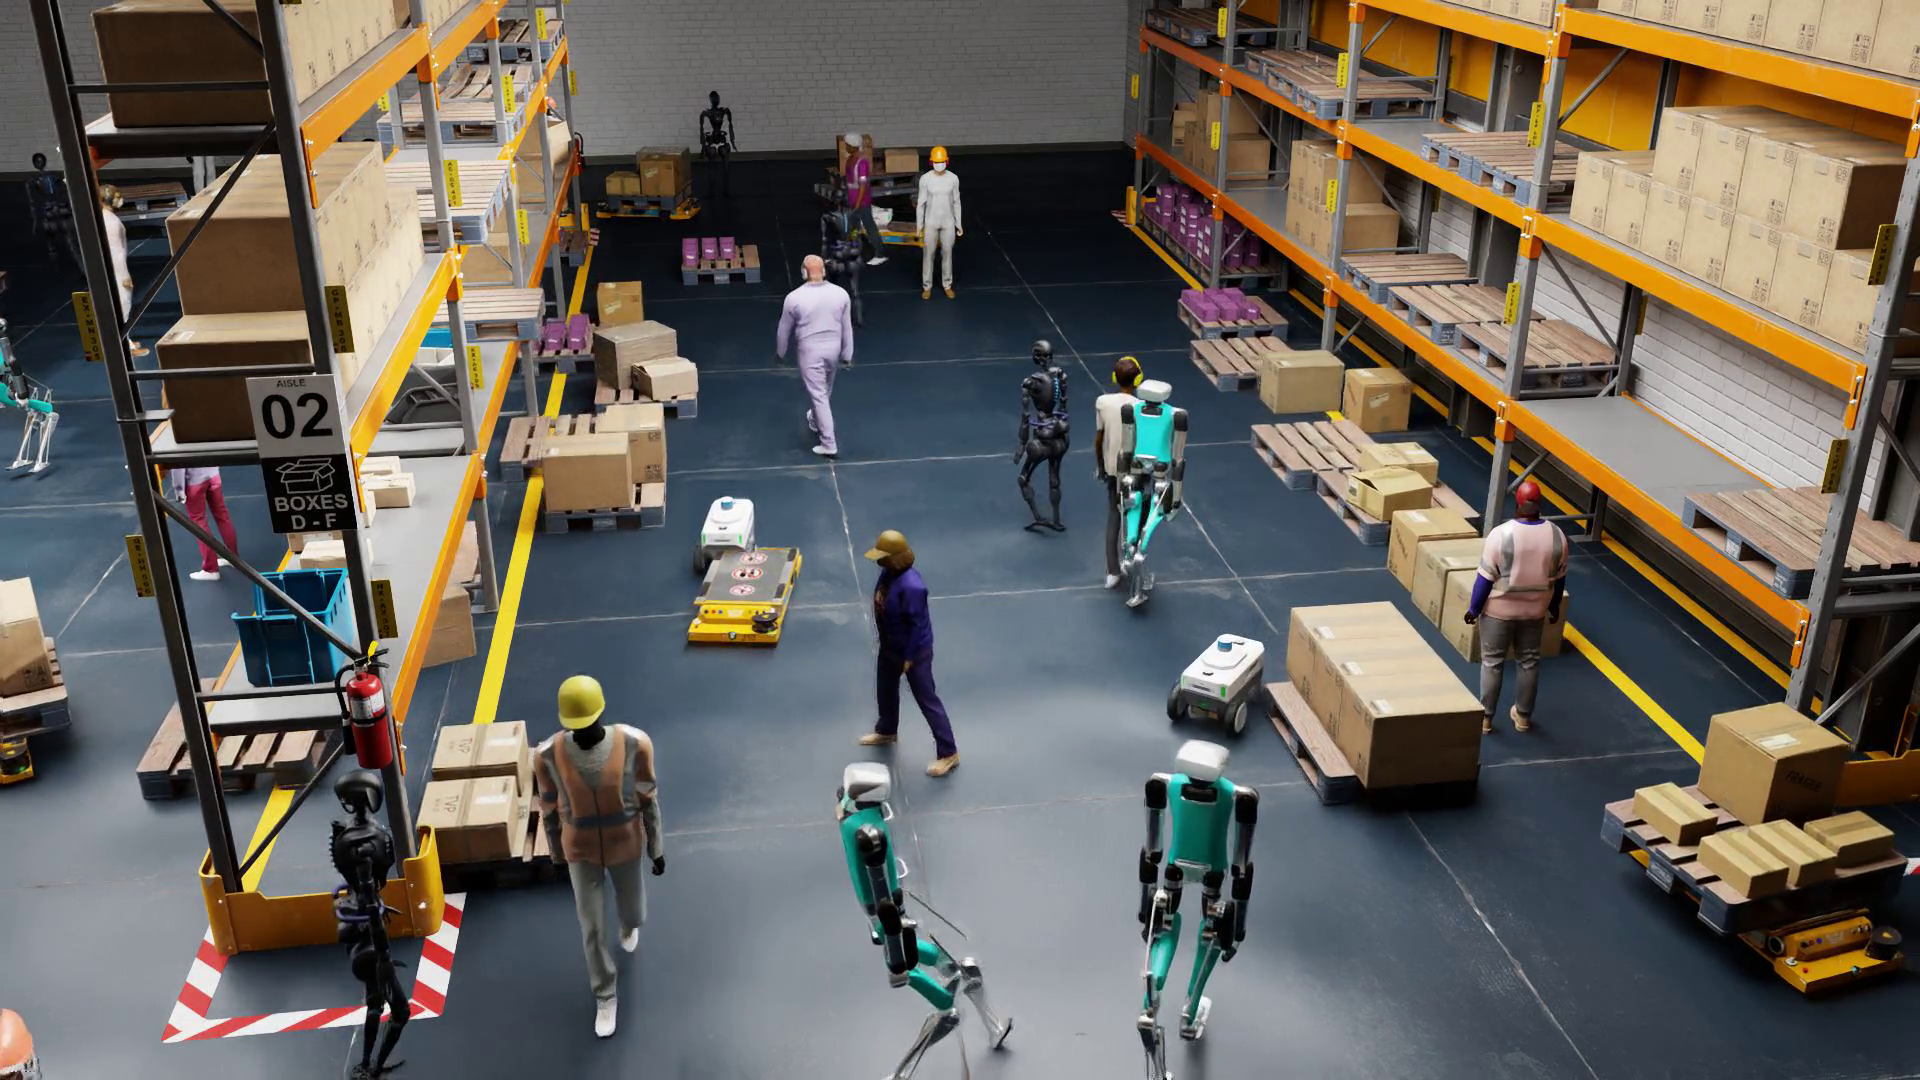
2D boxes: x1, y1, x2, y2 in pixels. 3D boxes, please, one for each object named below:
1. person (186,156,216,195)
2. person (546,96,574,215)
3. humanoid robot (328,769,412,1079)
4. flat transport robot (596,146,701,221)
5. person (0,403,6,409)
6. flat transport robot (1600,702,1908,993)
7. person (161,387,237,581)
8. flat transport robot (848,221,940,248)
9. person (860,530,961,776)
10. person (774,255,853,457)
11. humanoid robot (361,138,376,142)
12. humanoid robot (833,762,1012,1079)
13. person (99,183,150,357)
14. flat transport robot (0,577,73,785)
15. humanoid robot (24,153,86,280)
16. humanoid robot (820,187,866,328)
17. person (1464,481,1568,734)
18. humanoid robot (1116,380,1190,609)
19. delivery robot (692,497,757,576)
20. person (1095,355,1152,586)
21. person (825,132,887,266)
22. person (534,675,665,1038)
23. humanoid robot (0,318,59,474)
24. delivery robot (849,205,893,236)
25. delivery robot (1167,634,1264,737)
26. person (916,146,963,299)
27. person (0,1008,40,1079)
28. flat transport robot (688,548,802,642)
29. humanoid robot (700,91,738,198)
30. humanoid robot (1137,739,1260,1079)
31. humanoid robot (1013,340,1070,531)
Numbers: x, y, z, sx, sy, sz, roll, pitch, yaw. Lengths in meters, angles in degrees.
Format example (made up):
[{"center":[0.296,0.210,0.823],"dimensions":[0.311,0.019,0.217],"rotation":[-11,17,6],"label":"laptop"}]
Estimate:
[{"center":[-11.510,-5.908,25.199],"dimensions":[0.429,1.832,0.633],"rotation":[6,24,14],"label":"person"},{"center":[-6.118,-5.763,24.958],"dimensions":[0.565,1.750,0.340],"rotation":[4,24,10],"label":"person"},{"center":[-2.787,1.823,7.791],"dimensions":[0.377,1.643,0.600],"rotation":[-10,26,-22],"label":"humanoid robot"},{"center":[-4.694,-5.004,25.079],"dimensions":[1.431,0.231,0.659],"rotation":[2,24,5],"label":"flat transport robot"},{"center":[-10.040,-2.222,16.669],"dimensions":[0.487,1.942,0.436],"rotation":[-15,28,-31],"label":"person"},{"center":[4.420,1.950,9.235],"dimensions":[0.659,0.231,1.431],"rotation":[-8,25,-17],"label":"flat transport robot"},{"center":[-5.982,-0.465,13.050],"dimensions":[0.282,1.628,0.500],"rotation":[7,25,15],"label":"person"},{"center":[-0.969,-4.331,23.546],"dimensions":[1.431,0.231,0.659],"rotation":[6,24,13],"label":"flat transport robot"},{"center":[-0.350,0.682,10.479],"dimensions":[0.462,1.596,0.652],"rotation":[-14,27,-29],"label":"person"},{"center":[-1.378,-1.773,15.750],"dimensions":[0.663,1.837,1.015],"rotation":[-11,26,-24],"label":"person"},{"center":[-7.782,-4.529,22.226],"dimensions":[0.599,1.657,0.315],"rotation":[20,31,38],"label":"humanoid robot"},{"center":[-0.092,1.810,7.784],"dimensions":[0.946,1.809,0.560],"rotation":[-6,24,-14],"label":"humanoid robot"},{"center":[-9.340,-2.986,18.436],"dimensions":[0.394,1.926,0.637],"rotation":[-18,29,-35],"label":"person"},{"center":[-6.466,1.248,10.835],"dimensions":[0.659,0.231,1.431],"rotation":[-14,27,-28],"label":"flat transport robot"},{"center":[-11.658,-4.158,21.448],"dimensions":[0.728,1.641,0.588],"rotation":[17,29,33],"label":"humanoid robot"},{"center":[-1.394,-3.336,19.570],"dimensions":[0.603,1.624,0.772],"rotation":[-14,27,-29],"label":"humanoid robot"},{"center":[3.601,0.441,10.828],"dimensions":[0.617,1.750,0.419],"rotation":[-2,24,-4],"label":"person"},{"center":[1.348,-0.269,12.453],"dimensions":[0.538,1.747,0.898],"rotation":[11,26,24],"label":"humanoid robot"},{"center":[-1.873,-0.039,13.428],"dimensions":[0.499,0.608,0.797],"rotation":[0,24,0],"label":"delivery robot"},{"center":[1.301,-0.543,12.942],"dimensions":[0.538,1.851,0.516],"rotation":[13,27,28],"label":"person"},{"center":[-1.392,-4.478,21.980],"dimensions":[0.977,1.795,0.515],"rotation":[-17,29,-33],"label":"person"},{"center":[-1.769,1.481,8.268],"dimensions":[0.591,1.894,0.717],"rotation":[-4,24,-10],"label":"person"},{"center":[-8.482,-1.448,14.985],"dimensions":[0.533,1.676,0.735],"rotation":[8,25,18],"label":"humanoid robot"},{"center":[-1.315,-4.546,23.644],"dimensions":[0.739,0.566,0.499],"rotation":[2,24,4],"label":"delivery robot"},{"center":[1.755,0.940,11.182],"dimensions":[0.499,0.596,0.775],"rotation":[14,27,29],"label":"delivery robot"},{"center":[-0.255,-3.927,20.605],"dimensions":[0.582,1.894,0.375],"rotation":[-4,24,-9],"label":"person"},{"center":[-3.200,2.508,5.887],"dimensions":[0.614,1.969,0.913],"rotation":[-9,25,-19],"label":"person"},{"center":[-1.633,0.390,12.790],"dimensions":[0.659,0.231,1.431],"rotation":[1,24,2],"label":"flat transport robot"},{"center":[-3.795,-6.206,26.072],"dimensions":[0.614,1.646,0.329],"rotation":[-13,27,-27],"label":"humanoid robot"},{"center":[1.027,1.850,7.664],"dimensions":[0.530,1.735,1.010],"rotation":[8,25,17],"label":"humanoid robot"},{"center":[0.716,-0.866,13.890],"dimensions":[0.357,1.647,0.602],"rotation":[22,32,40],"label":"humanoid robot"}]
